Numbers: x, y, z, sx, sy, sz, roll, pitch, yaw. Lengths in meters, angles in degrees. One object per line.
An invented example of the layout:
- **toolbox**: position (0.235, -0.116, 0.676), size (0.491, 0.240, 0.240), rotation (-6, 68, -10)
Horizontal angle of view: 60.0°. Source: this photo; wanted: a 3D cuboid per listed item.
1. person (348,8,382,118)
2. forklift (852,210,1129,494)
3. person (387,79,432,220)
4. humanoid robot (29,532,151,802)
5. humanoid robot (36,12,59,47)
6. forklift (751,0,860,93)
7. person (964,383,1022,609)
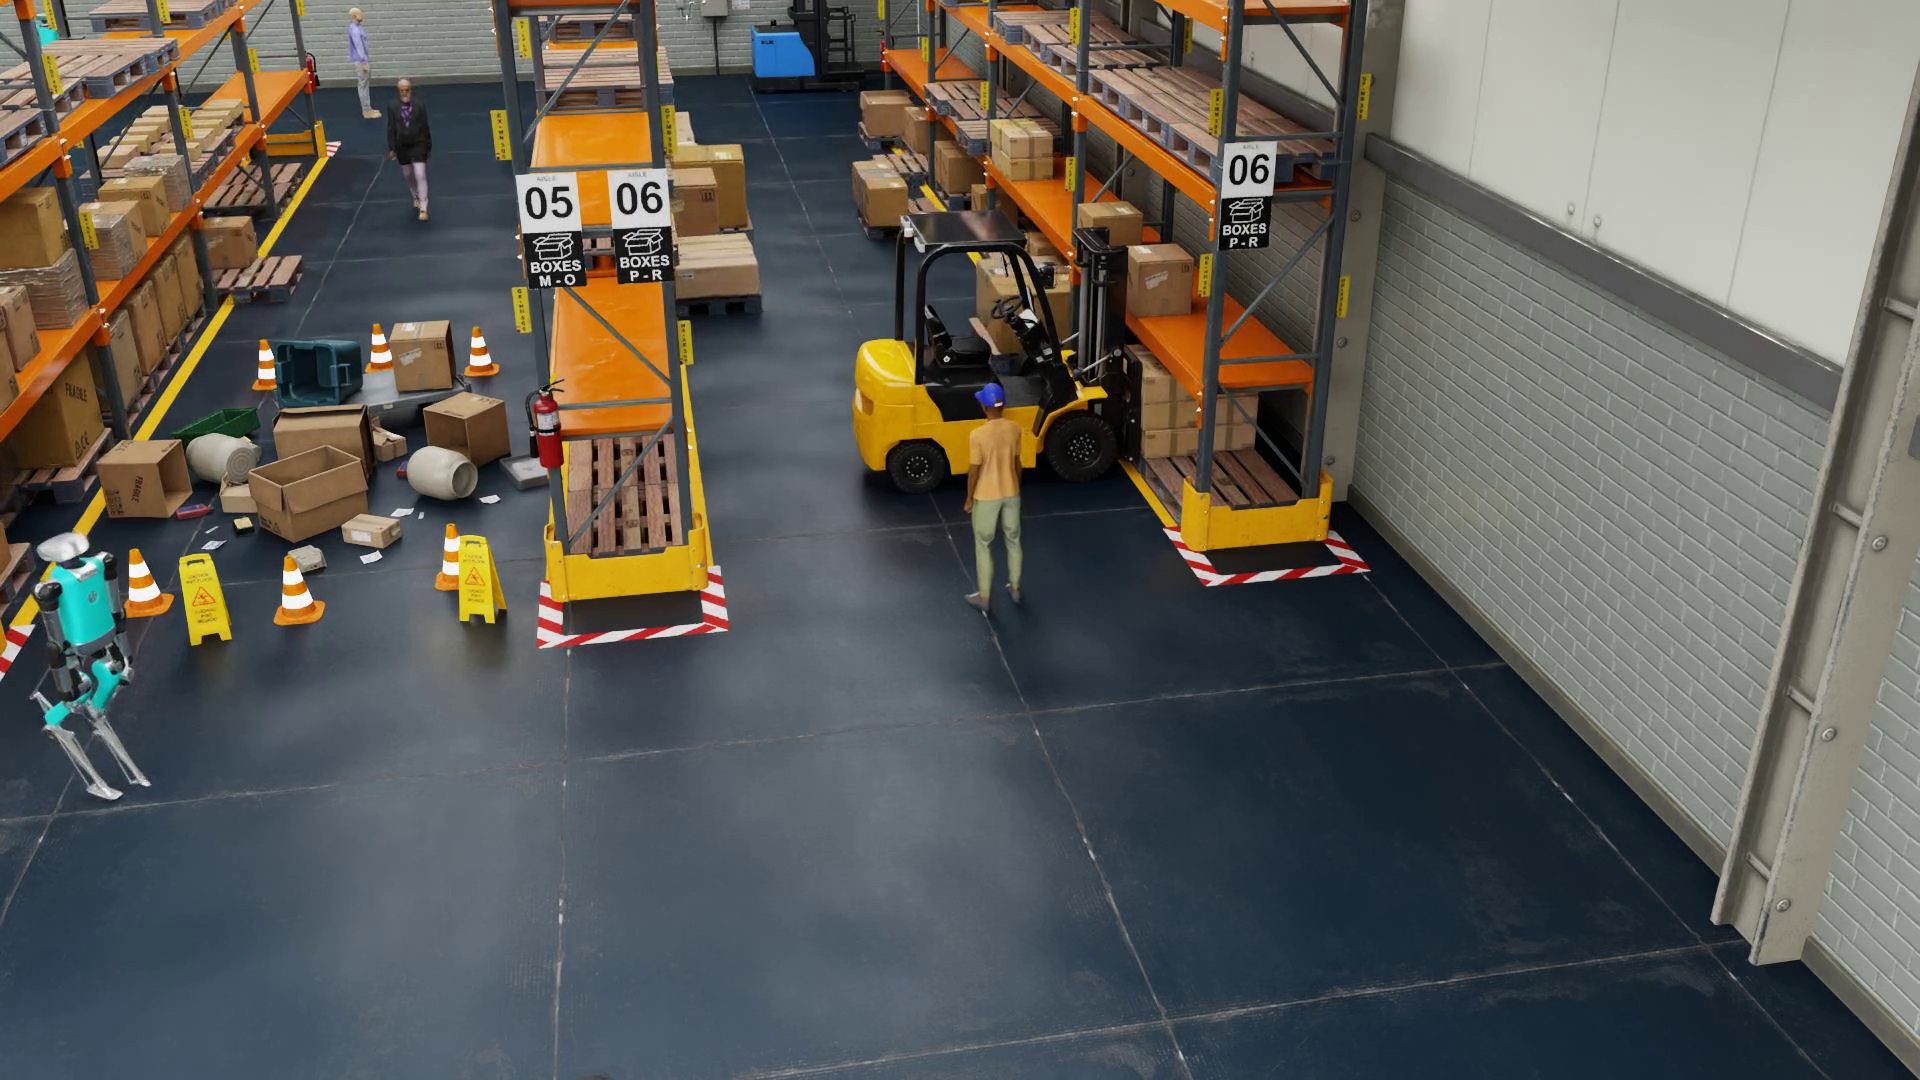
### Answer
- **person**: position (-10.155, -8.089, 28.207), size (0.395, 1.800, 0.589), rotation (-10, 27, -19)
- **forklift**: position (0.216, -1.659, 14.366), size (2.313, 2.155, 1.214), rotation (-5, 26, -10)
- **person**: position (-7.374, -5.286, 22.350), size (0.530, 1.816, 0.941), rotation (-3, 26, -7)
- **humanoid robot**: position (-5.248, 0.774, 9.832), size (0.664, 1.810, 0.538), rotation (9, 27, 18)
- **humanoid robot**: position (-15.201, -7.835, 27.751), size (0.584, 1.769, 0.880), rotation (0, 26, 0)
- **forklift**: position (-2.872, -9.679, 30.288), size (1.873, 2.768, 1.129), rotation (-5, 26, -10)
- **person**: position (0.237, -0.338, 12.165), size (0.459, 1.713, 0.373), rotation (-14, 29, -26)
